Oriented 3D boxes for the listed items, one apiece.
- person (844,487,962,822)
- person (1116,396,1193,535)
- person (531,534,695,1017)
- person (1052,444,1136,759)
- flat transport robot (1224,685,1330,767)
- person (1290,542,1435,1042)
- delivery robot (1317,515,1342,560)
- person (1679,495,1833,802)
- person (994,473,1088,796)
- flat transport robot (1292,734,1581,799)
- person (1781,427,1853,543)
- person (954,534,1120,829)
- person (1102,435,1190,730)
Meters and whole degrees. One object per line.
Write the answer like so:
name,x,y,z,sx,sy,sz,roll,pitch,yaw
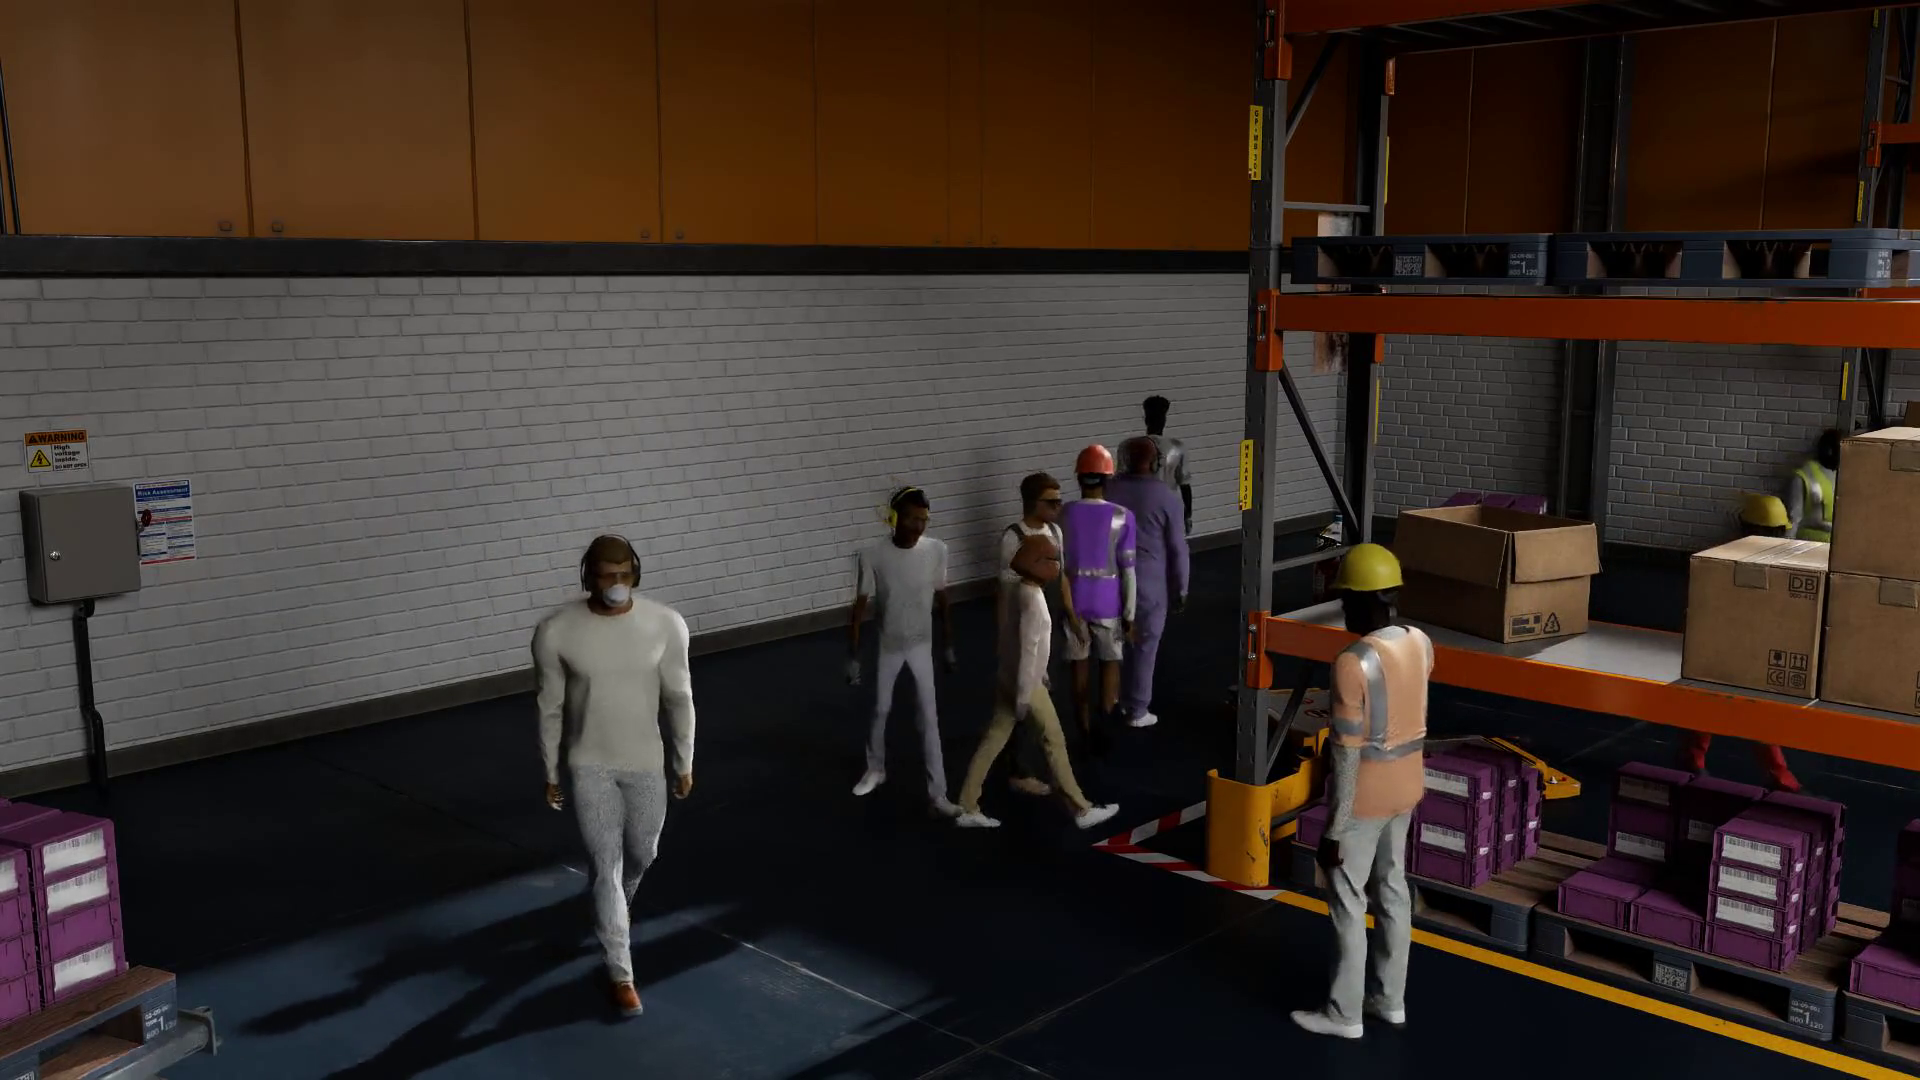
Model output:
person,-0.317,0.600,8.989,0.629,1.792,1.030,-2,10,-13
person,1.602,-0.237,13.773,0.631,1.909,1.025,3,10,18
person,-1.426,0.895,6.859,0.637,1.913,0.872,-3,10,-20
person,0.772,0.396,9.893,0.542,1.915,0.580,1,9,8
flat transport robot,2.198,1.145,10.306,0.652,0.197,1.431,-2,9,-12
person,1.561,0.963,6.368,0.617,1.924,0.385,-8,12,-41
delivery robot,3.692,0.000,16.170,0.477,0.478,0.707,3,10,21
person,4.412,0.608,9.176,0.527,1.720,0.909,-9,13,-43
person,0.352,0.511,9.482,0.573,1.819,0.523,7,12,38
flat transport robot,2.670,1.299,9.362,1.431,0.197,0.652,-2,9,-12
person,6.307,0.049,12.328,0.660,1.814,0.724,-2,10,-14
person,0.373,0.753,8.698,0.867,1.580,0.498,-2,9,-12
person,1.161,0.274,10.690,0.672,1.889,0.441,6,11,31
